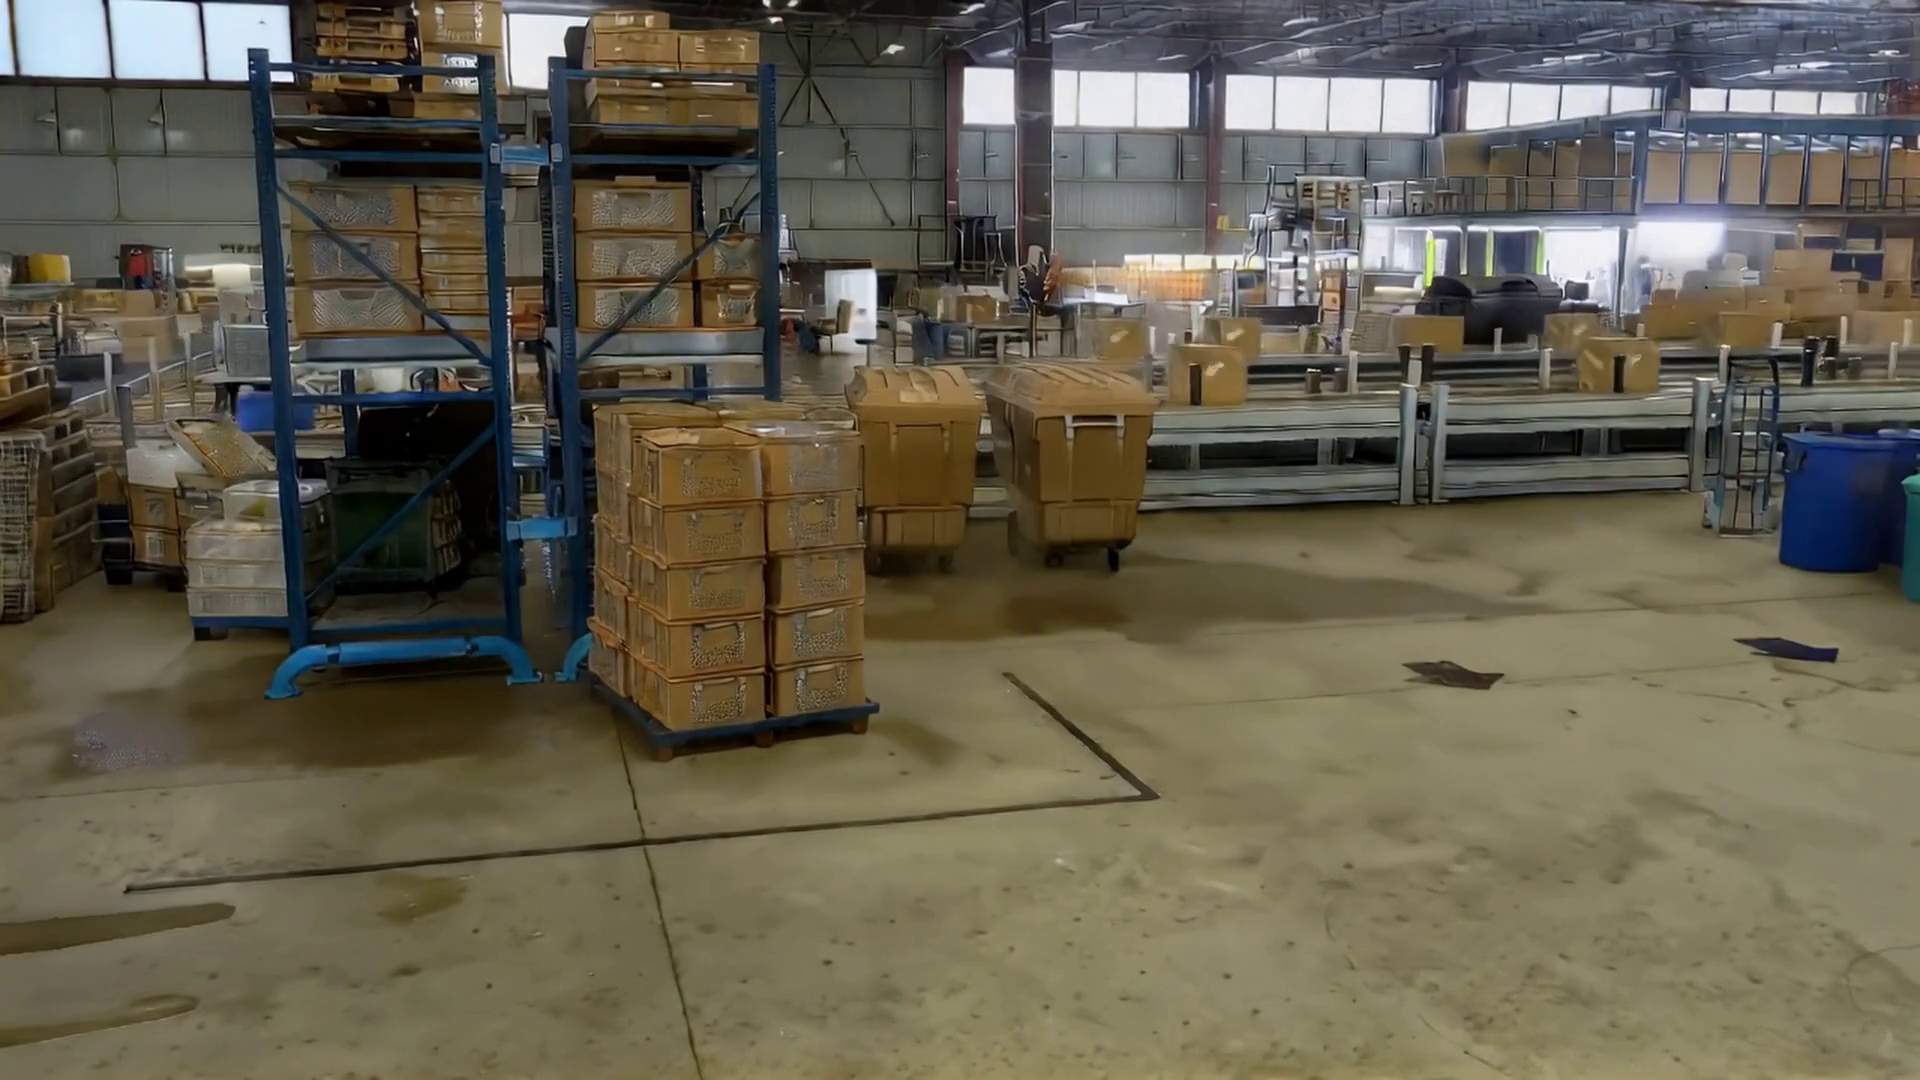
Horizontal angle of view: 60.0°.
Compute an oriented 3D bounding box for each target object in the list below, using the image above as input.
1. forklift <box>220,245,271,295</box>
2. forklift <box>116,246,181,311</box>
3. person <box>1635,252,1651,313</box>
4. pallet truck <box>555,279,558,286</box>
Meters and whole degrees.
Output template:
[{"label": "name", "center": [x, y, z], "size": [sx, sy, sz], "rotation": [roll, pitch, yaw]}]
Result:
[{"label": "forklift", "center": [-17.749, -6.334, 41.440], "size": [1.157, 1.987, 2.680], "rotation": [-3, 10, -17]}, {"label": "forklift", "center": [-19.966, -6.232, 40.894], "size": [1.157, 1.987, 2.680], "rotation": [-3, 10, -15]}, {"label": "person", "center": [16.865, -6.111, 41.110], "size": [0.388, 1.991, 0.726], "rotation": [6, 11, 29]}, {"label": "pallet truck", "center": [-10.604, -6.375, 44.520], "size": [0.653, 1.274, 1.630], "rotation": [-3, 10, -15]}]
